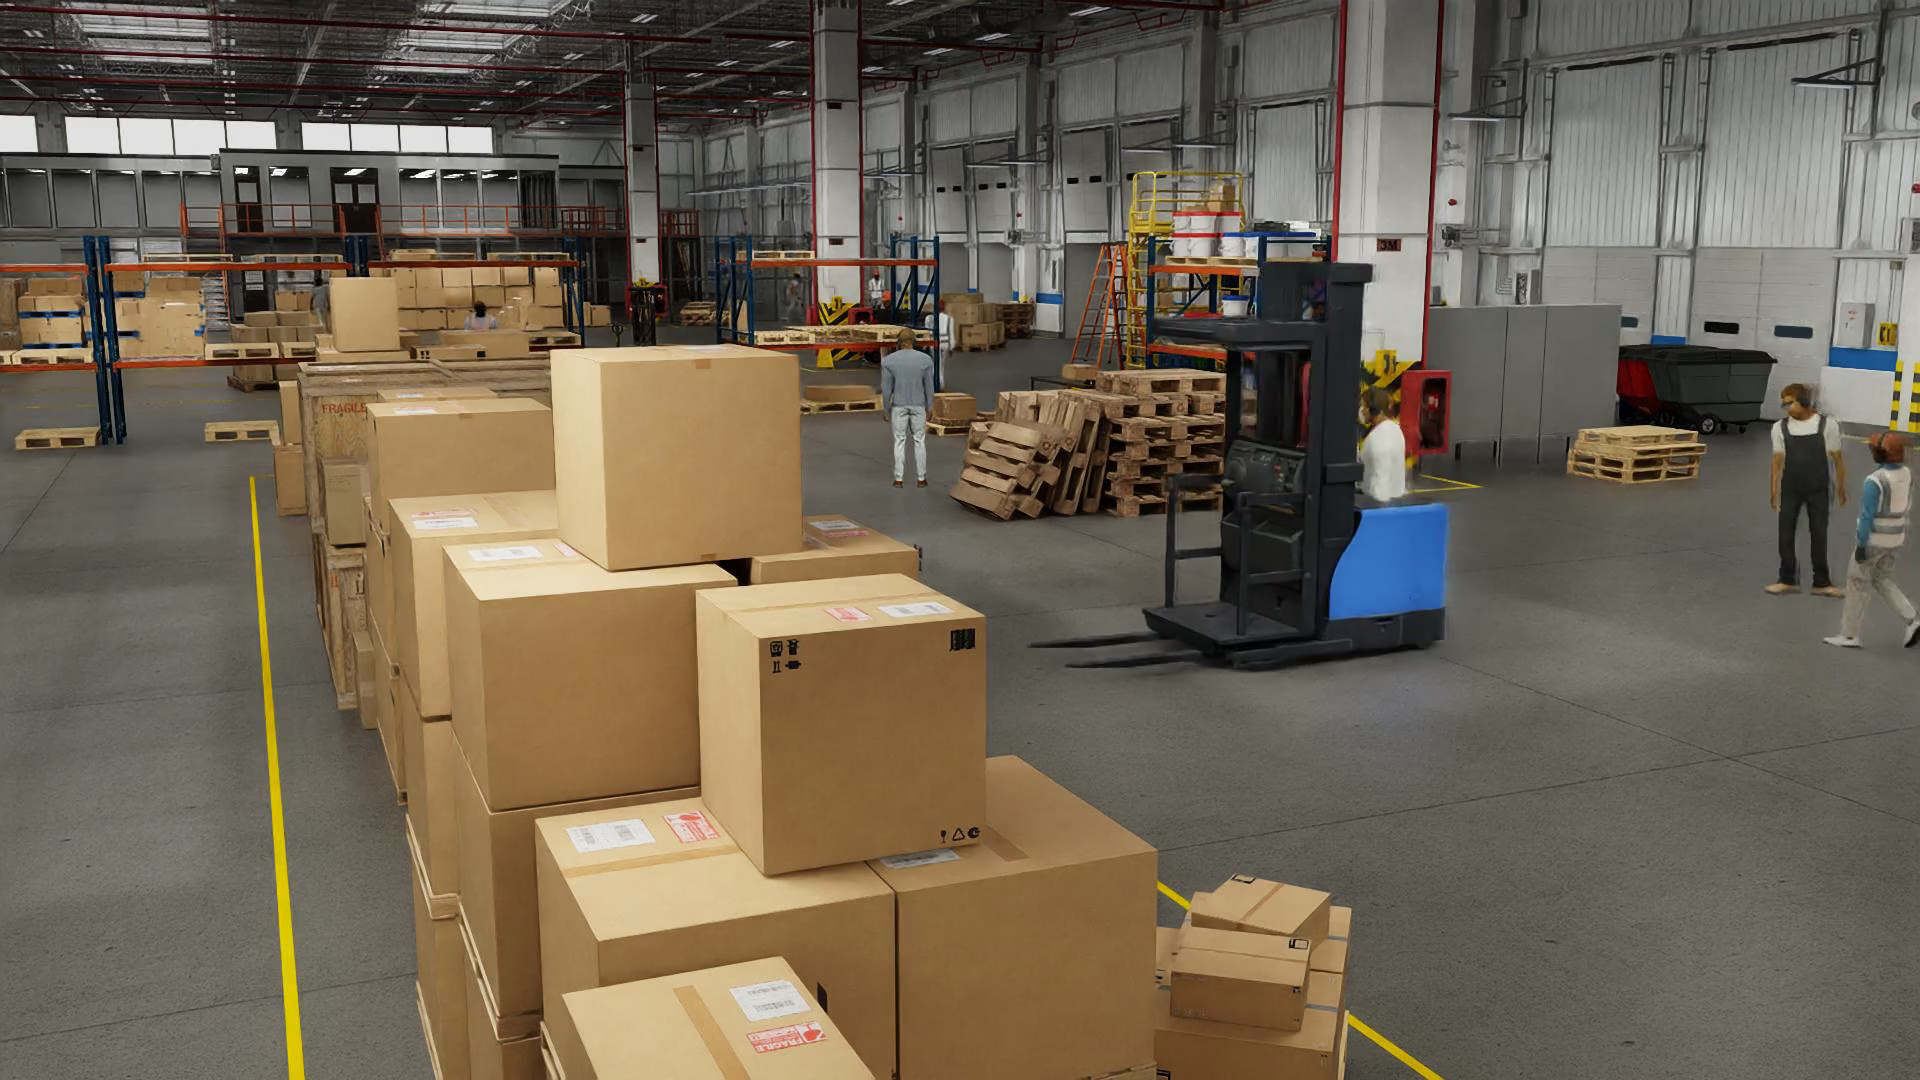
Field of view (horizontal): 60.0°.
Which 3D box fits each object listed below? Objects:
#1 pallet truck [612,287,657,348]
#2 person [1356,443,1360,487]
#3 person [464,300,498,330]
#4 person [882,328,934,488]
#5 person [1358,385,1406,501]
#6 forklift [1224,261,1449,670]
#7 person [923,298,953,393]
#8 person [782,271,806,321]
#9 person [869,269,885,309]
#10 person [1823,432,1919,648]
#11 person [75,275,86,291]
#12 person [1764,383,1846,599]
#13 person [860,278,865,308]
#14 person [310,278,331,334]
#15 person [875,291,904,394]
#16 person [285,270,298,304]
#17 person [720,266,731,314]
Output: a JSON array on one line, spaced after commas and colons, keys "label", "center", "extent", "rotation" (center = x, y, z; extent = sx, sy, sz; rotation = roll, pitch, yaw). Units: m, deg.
[{"label": "pallet truck", "center": [-6.464, -4.406, 35.401], "extent": [0.823, 1.965, 1.885], "rotation": [6, 12, 32]}, {"label": "person", "center": [3.055, -0.247, 13.258], "extent": [0.488, 1.726, 0.638], "rotation": [-9, 14, -40]}, {"label": "person", "center": [-8.995, -3.582, 31.295], "extent": [0.634, 1.841, 0.429], "rotation": [-3, 11, -17]}, {"label": "person", "center": [-0.627, -1.582, 20.020], "extent": [0.627, 1.934, 0.372], "rotation": [-1, 10, -5]}, {"label": "person", "center": [3.068, -0.191, 12.398], "extent": [0.567, 1.914, 0.622], "rotation": [5, 12, 27]}, {"label": "forklift", "center": [2.528, -0.614, 12.067], "extent": [1.873, 2.768, 1.129], "rotation": [-4, 11, -23]}, {"label": "person", "center": [-0.386, -3.711, 31.964], "extent": [0.585, 1.864, 0.795], "rotation": [-4, 11, -22]}, {"label": "person", "center": [-6.037, -8.901, 60.523], "extent": [0.916, 1.877, 0.616], "rotation": [1, 10, 3]}, {"label": "person", "center": [-2.956, -8.677, 59.176], "extent": [0.555, 1.916, 0.777], "rotation": [0, 10, -2]}, {"label": "person", "center": [6.690, 0.017, 12.058], "extent": [0.528, 1.620, 0.576], "rotation": [-6, 12, -28]}, {"label": "person", "center": [-24.185, -6.284, 45.786], "extent": [0.733, 1.987, 0.593], "rotation": [0, 10, -2]}, {"label": "person", "center": [7.119, -0.395, 13.857], "extent": [0.708, 1.812, 0.362], "rotation": [6, 12, 28]}, {"label": "person", "center": [-3.795, -8.965, 61.089], "extent": [0.672, 1.796, 0.776], "rotation": [-3, 11, -15]}, {"label": "person", "center": [-19.203, -6.936, 49.833], "extent": [0.551, 1.817, 0.961], "rotation": [-8, 13, -36]}, {"label": "person", "center": [-1.354, -3.776, 31.935], "extent": [0.612, 1.996, 0.389], "rotation": [6, 12, 32]}, {"label": "person", "center": [-22.515, -8.134, 56.142], "extent": [0.436, 1.927, 0.662], "rotation": [-10, 14, -43]}, {"label": "person", "center": [-9.198, -9.811, 65.434], "extent": [0.626, 1.904, 0.813], "rotation": [7, 13, 35]}]
